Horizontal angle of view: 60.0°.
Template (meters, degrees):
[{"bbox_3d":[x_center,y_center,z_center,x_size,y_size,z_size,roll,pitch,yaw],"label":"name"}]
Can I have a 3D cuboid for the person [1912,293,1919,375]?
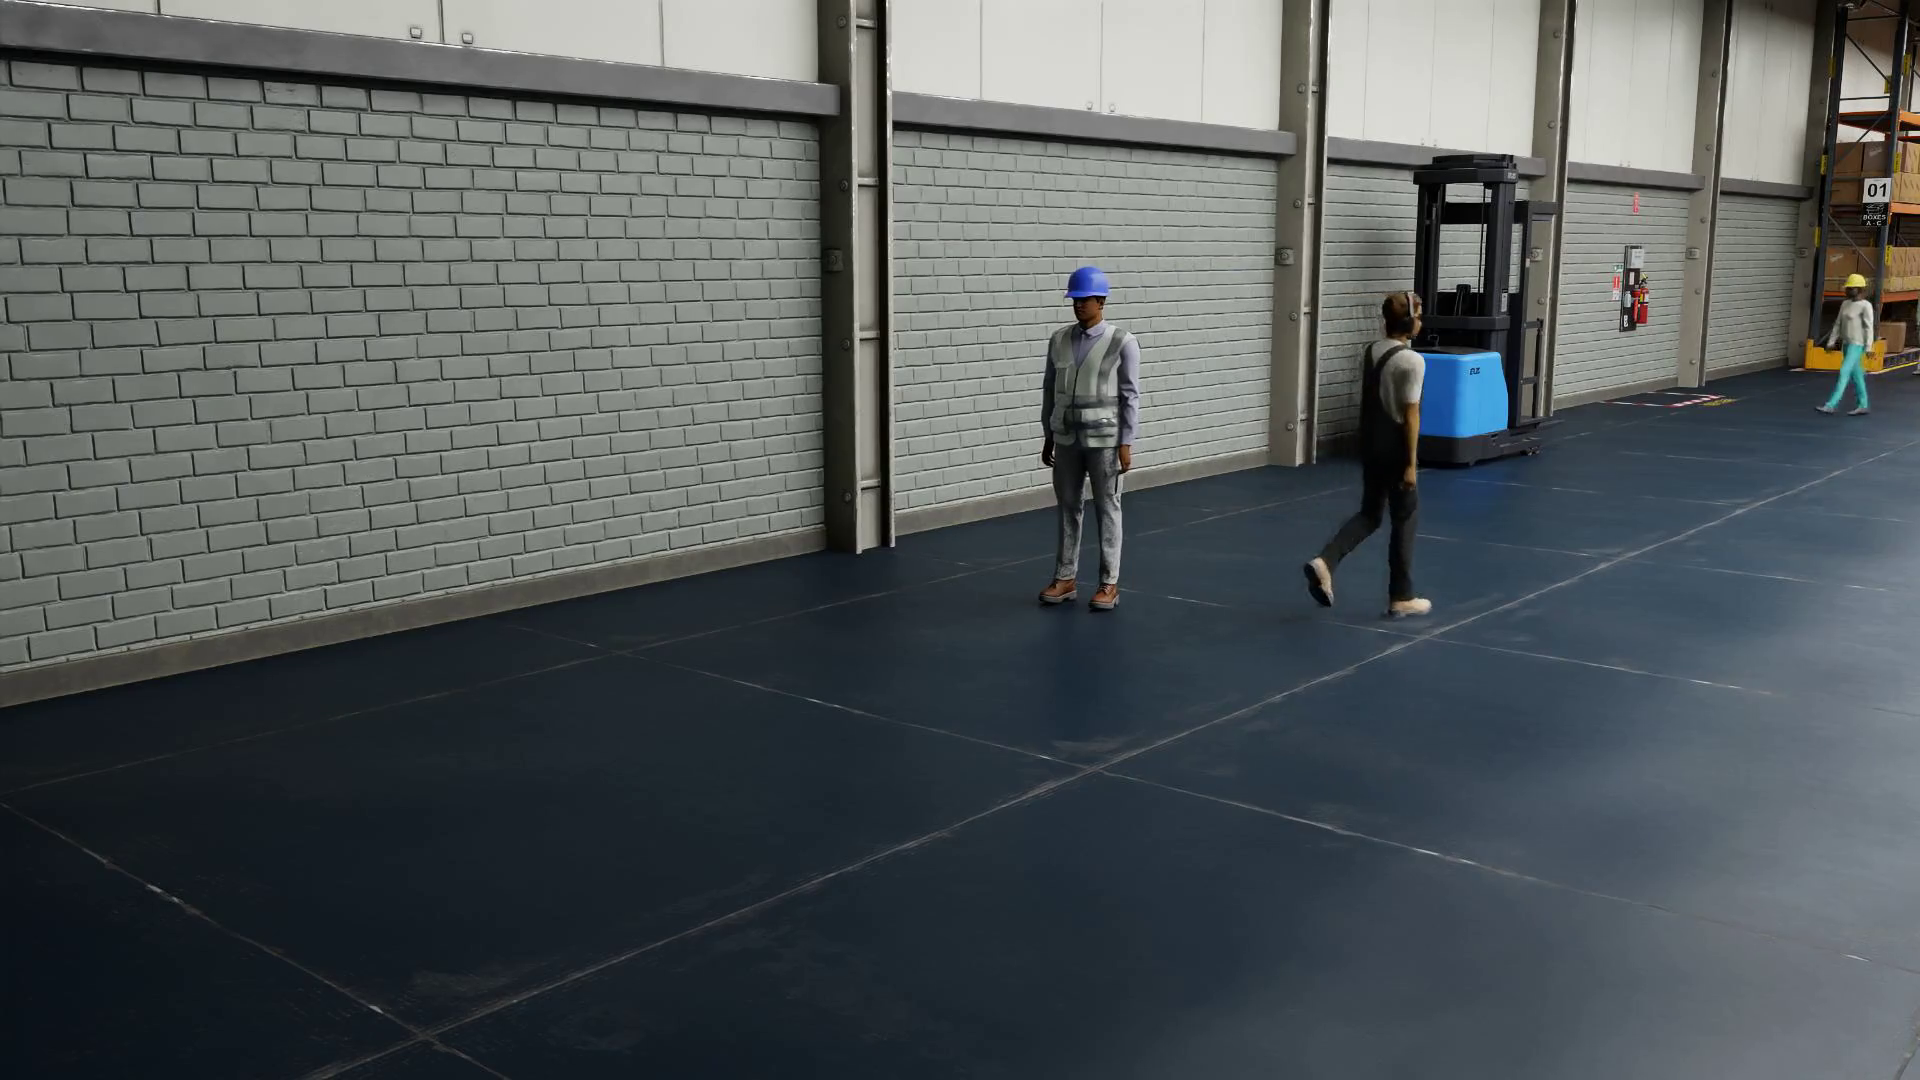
[{"bbox_3d":[15.762,-3.491,26.977,0.512,1.641,0.307,1,10,4],"label":"person"}]

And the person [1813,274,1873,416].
[{"bbox_3d":[10.878,-2.389,20.457,0.866,1.731,0.533,0,10,-2],"label":"person"}]

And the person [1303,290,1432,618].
[{"bbox_3d":[2.321,-0.468,9.241,0.707,1.830,0.513,-4,11,-24],"label":"person"}]

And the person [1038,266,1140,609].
[{"bbox_3d":[0.726,-0.579,9.538,0.614,1.944,0.412,6,12,32],"label":"person"}]

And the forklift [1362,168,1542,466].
[{"bbox_3d":[4.875,-2.212,16.287,1.129,2.768,1.873,8,13,40],"label":"forklift"}]
